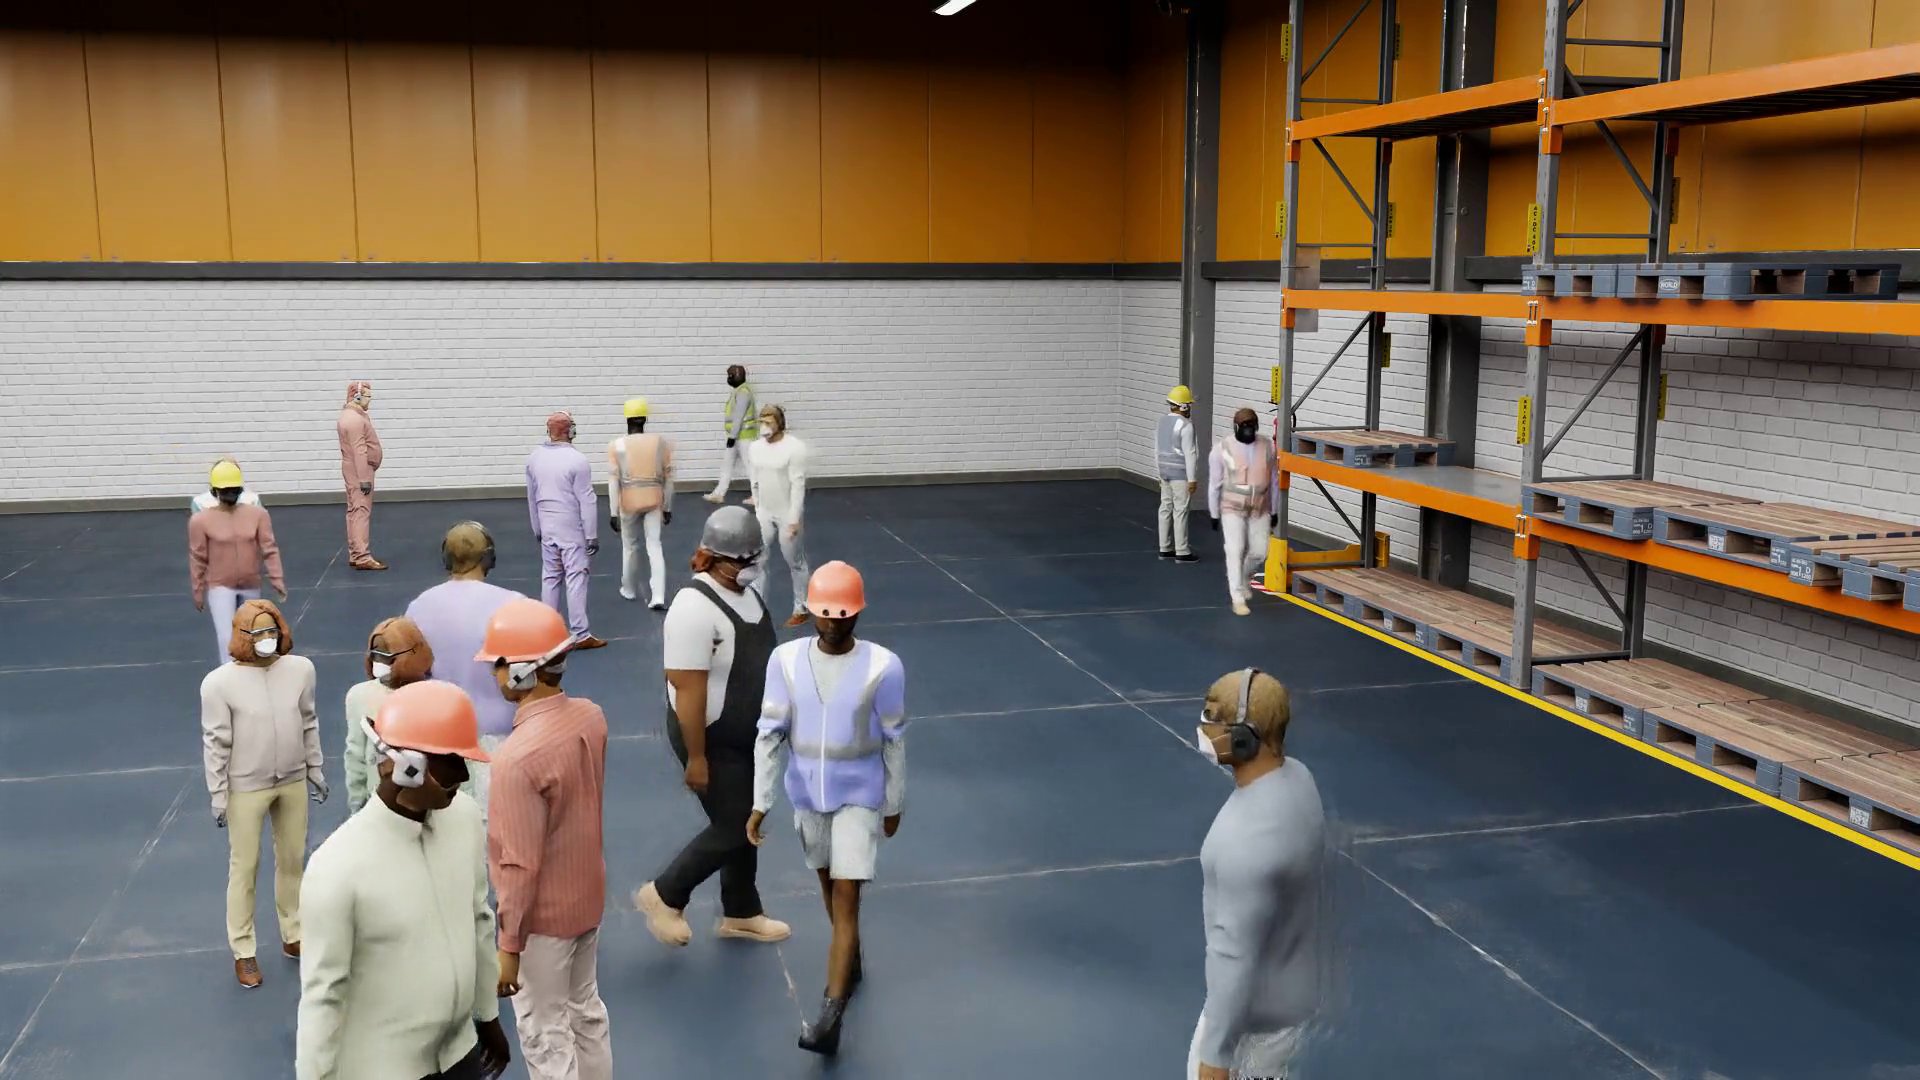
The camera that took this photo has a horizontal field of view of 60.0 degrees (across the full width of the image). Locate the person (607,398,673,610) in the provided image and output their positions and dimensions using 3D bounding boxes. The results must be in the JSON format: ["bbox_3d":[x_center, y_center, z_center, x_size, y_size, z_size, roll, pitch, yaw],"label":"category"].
[{"bbox_3d":[-2.854,-0.324,14.874,0.602,1.884,1.009,-4,10,-25],"label":"person"}]

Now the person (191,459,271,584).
[{"bbox_3d":[-5.540,0.169,12.663,0.534,1.593,0.871,-7,12,-39],"label":"person"}]

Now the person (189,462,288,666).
[{"bbox_3d":[-4.855,0.336,11.223,0.543,1.724,0.896,-9,12,-43],"label":"person"}]

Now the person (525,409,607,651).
[{"bbox_3d":[-3.117,-0.079,13.216,0.651,1.913,0.410,5,11,30],"label":"person"}]

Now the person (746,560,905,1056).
[{"bbox_3d":[-0.518,1.013,6.492,0.559,1.876,1.015,2,9,14],"label":"person"}]

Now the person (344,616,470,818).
[{"bbox_3d":[-2.215,1.107,6.679,0.503,1.631,0.283,1,9,5],"label":"person"}]

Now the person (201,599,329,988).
[{"bbox_3d":[-2.930,1.048,7.044,0.265,1.632,0.509,8,12,39],"label":"person"}]

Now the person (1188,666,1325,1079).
[{"bbox_3d":[0.815,1.293,4.603,0.470,1.926,0.652,3,10,21],"label":"person"}]

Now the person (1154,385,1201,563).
[{"bbox_3d":[2.258,-0.679,17.203,0.404,1.835,0.587,-5,10,-29],"label":"person"}]

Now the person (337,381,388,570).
[{"bbox_3d":[-6.040,-0.649,16.805,0.407,1.905,0.639,-5,10,-28],"label":"person"}]

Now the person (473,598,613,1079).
[{"bbox_3d":[-1.301,1.161,5.225,0.380,1.993,0.610,2,9,10],"label":"person"}]

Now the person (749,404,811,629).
[{"bbox_3d":[-1.562,-0.164,13.775,0.649,1.905,0.901,5,11,31],"label":"person"}]

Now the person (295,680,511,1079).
[{"bbox_3d":[-1.492,1.320,4.330,0.600,1.960,0.656,4,10,22],"label":"person"}]

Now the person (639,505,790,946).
[{"bbox_3d":[-1.020,0.816,7.228,0.618,2.000,0.740,2,9,14],"label":"person"}]

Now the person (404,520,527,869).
[{"bbox_3d":[-2.194,0.863,7.405,0.636,1.901,0.992,3,10,20],"label":"person"}]

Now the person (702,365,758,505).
[{"bbox_3d":[-2.936,-1.337,21.399,0.887,1.806,0.632,-2,9,-14],"label":"person"}]

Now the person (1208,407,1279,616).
[{"bbox_3d":[2.480,-0.263,14.620,0.653,1.829,0.508,-2,9,-10],"label":"person"}]
